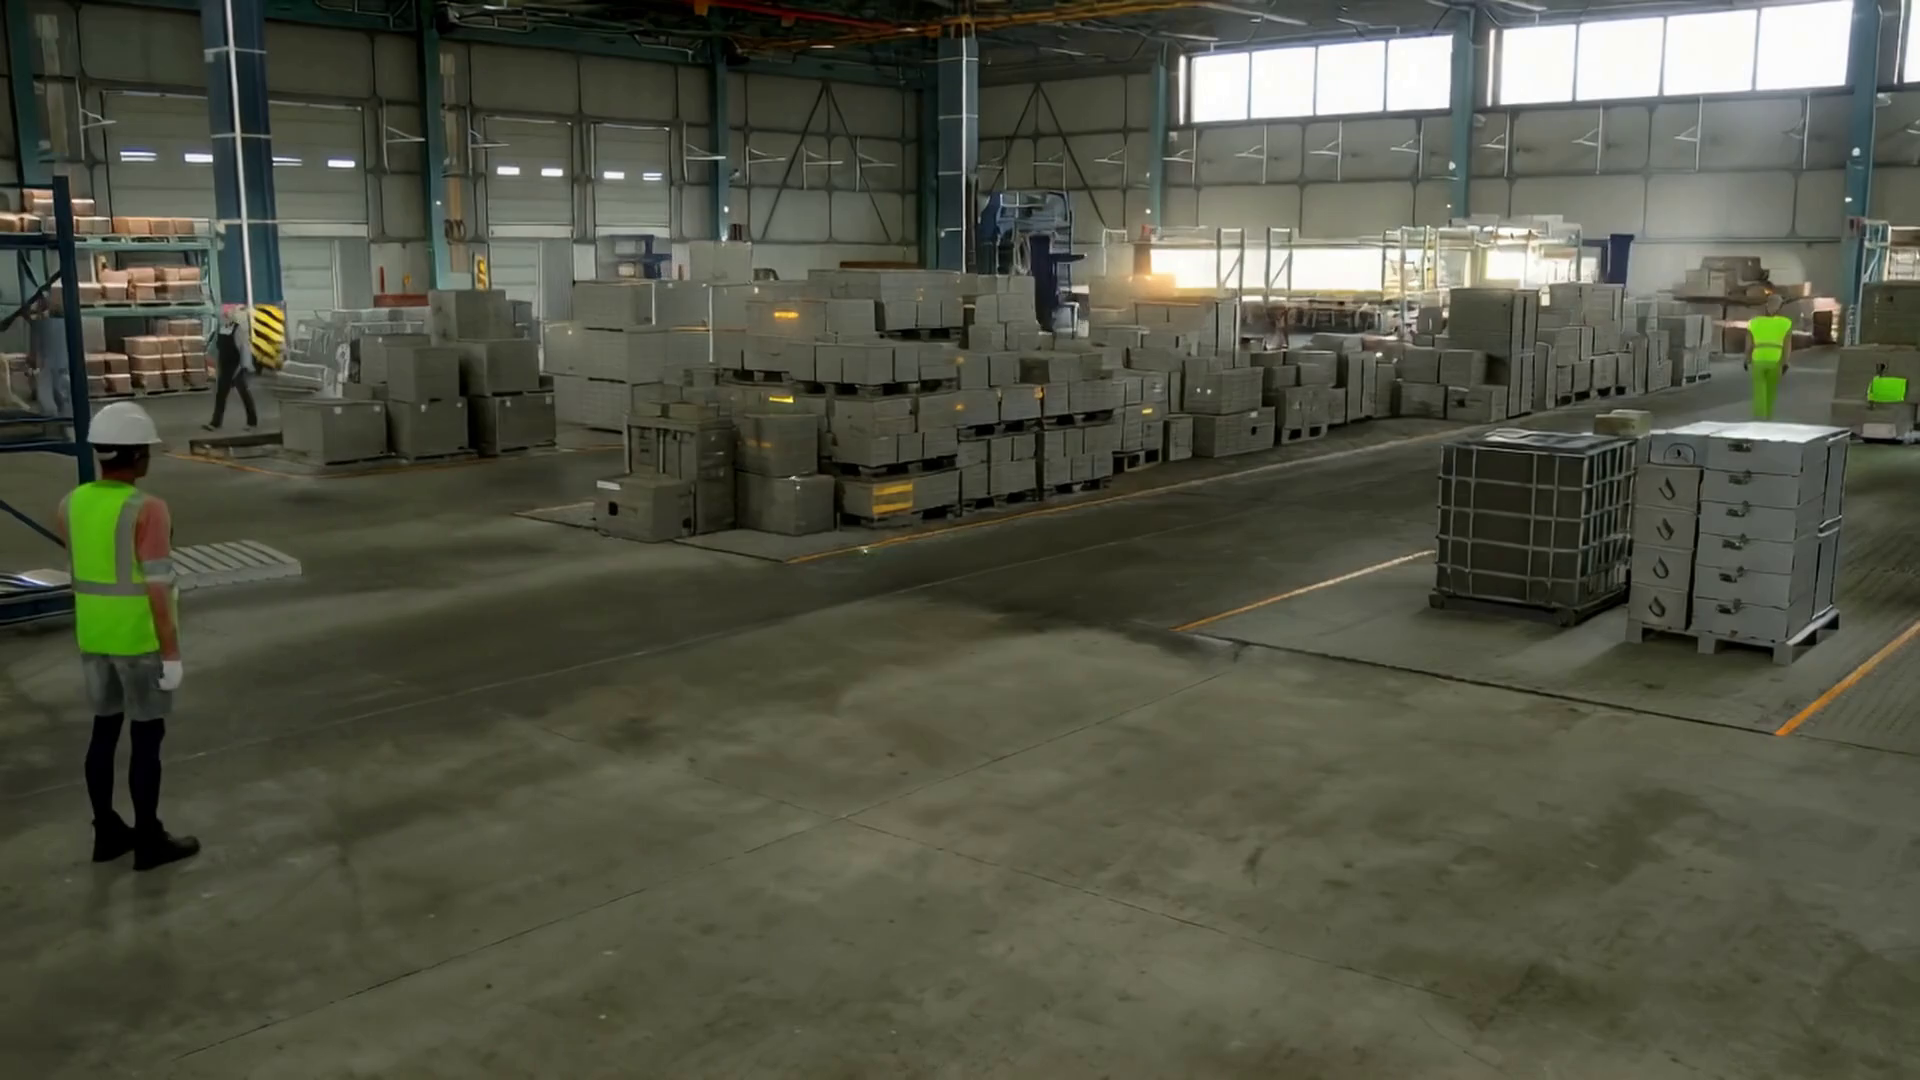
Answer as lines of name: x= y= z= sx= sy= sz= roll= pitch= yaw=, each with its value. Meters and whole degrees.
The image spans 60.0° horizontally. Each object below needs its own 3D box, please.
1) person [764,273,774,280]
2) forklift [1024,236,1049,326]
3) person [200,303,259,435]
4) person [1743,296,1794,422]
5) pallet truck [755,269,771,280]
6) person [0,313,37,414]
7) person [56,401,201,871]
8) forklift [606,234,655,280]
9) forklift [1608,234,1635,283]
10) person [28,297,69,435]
person: x=-5.264 y=-6.587 z=46.761 sx=1.000 sy=1.894 sz=0.558 roll=-8 pitch=13 yaw=-38
forklift: x=1.828 y=-5.663 z=38.637 sx=1.873 sy=2.768 sz=1.129 roll=2 pitch=10 yaw=12
person: x=-10.019 y=-2.337 z=22.772 sx=0.506 sy=1.790 sz=0.962 roll=2 pitch=10 yaw=14
person: x=11.534 y=-2.546 z=23.758 sx=0.606 sy=1.880 sz=0.962 roll=4 pitch=11 yaw=23
pallet truck: x=-4.996 y=-6.432 z=45.525 sx=1.885 sy=1.965 sz=0.823 roll=-6 pitch=12 yaw=-32
person: x=-13.368 y=-2.363 z=23.194 sx=0.799 sy=1.701 sz=0.494 roll=-6 pitch=11 yaw=-29
person: x=-3.417 y=0.396 z=6.870 sx=0.540 sy=1.930 sz=0.398 roll=4 pitch=11 yaw=20
forklift: x=-6.766 y=-4.909 z=34.344 sx=1.129 sy=2.768 sz=1.873 roll=-5 pitch=11 yaw=-25
forklift: x=13.415 y=-4.841 z=33.953 sx=1.873 sy=2.768 sz=1.129 roll=4 pitch=11 yaw=24
person: x=-12.301 y=-2.338 z=22.526 sx=0.440 sy=1.892 sz=0.667 roll=3 pitch=10 yaw=17
